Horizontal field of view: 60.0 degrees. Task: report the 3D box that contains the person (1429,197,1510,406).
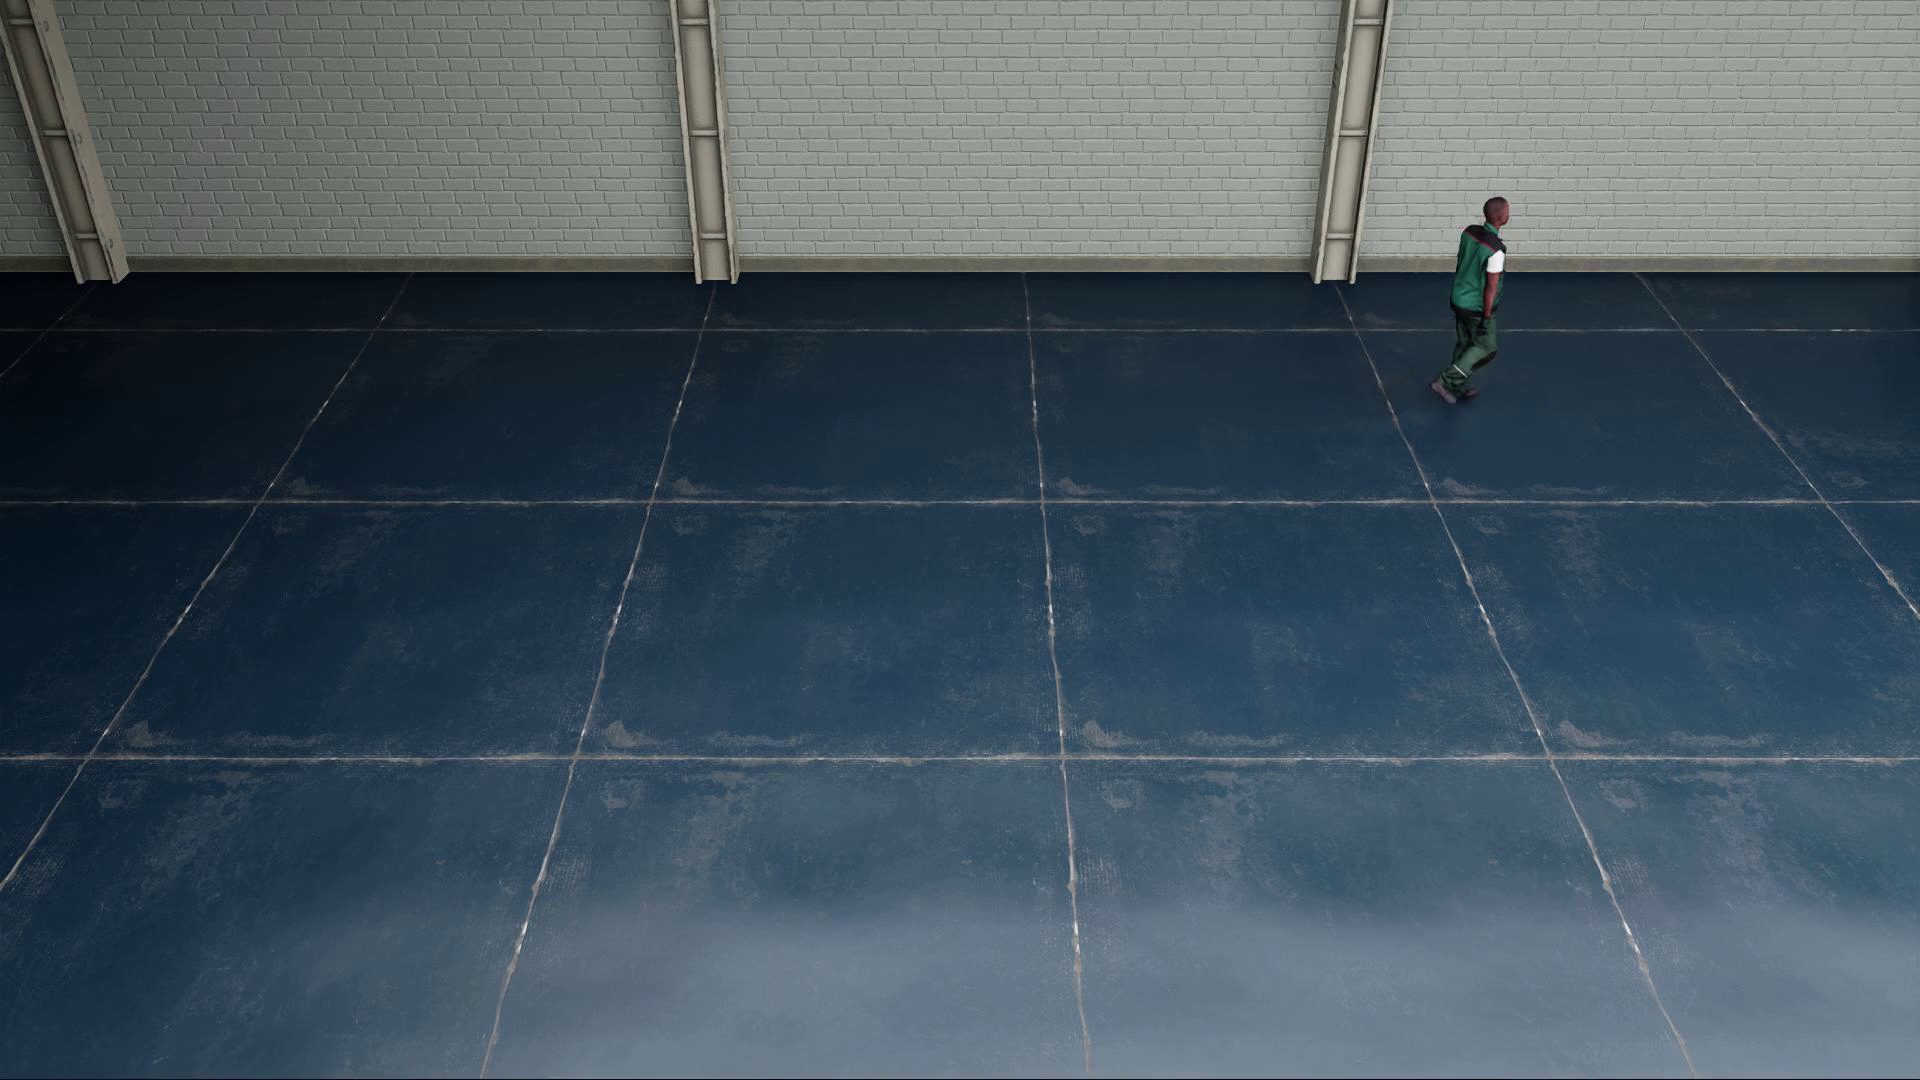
[{"bbox_3d":[4.117,-1.902,13.539,0.906,1.825,0.827,-11,35,-17],"label":"person"}]
